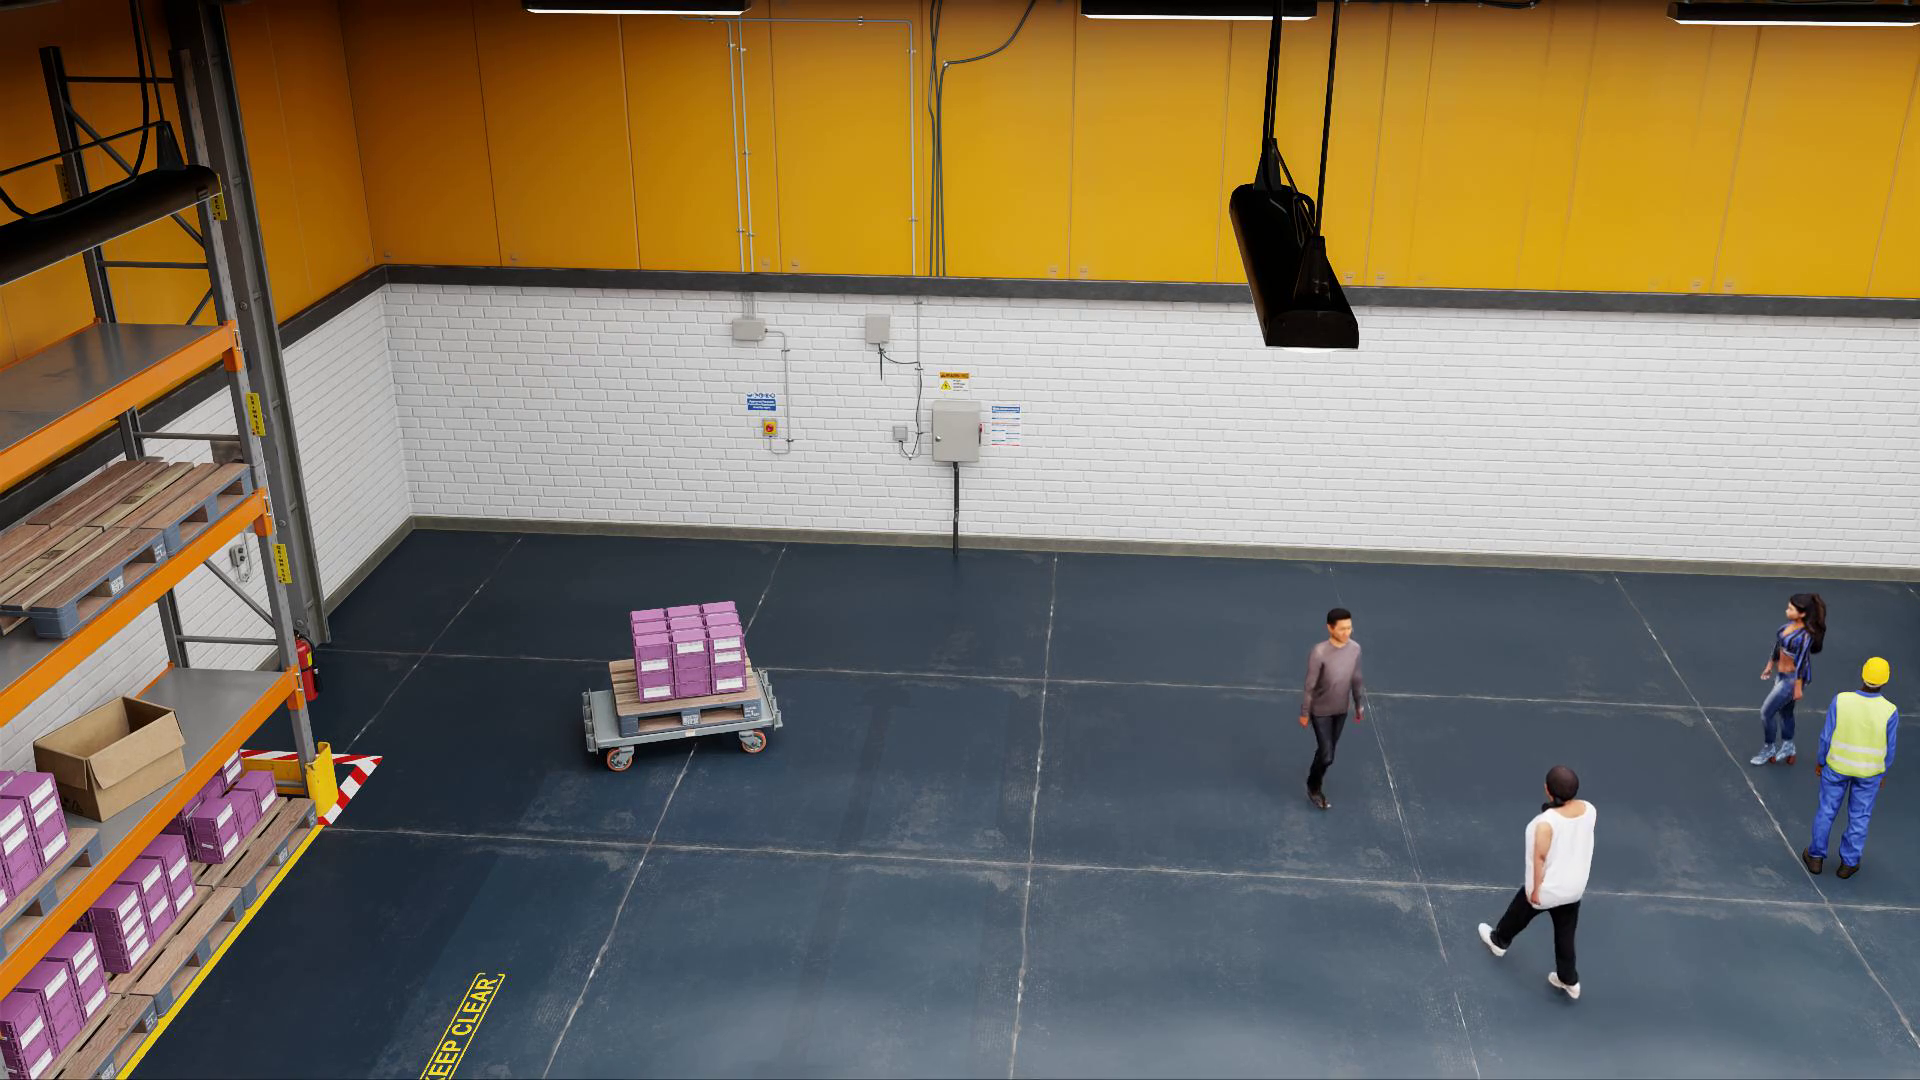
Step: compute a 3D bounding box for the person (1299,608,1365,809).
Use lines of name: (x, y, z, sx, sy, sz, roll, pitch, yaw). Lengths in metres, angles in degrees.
person: (2.923, 1.321, 13.382, 0.776, 1.761, 0.770, 0, 24, 1)

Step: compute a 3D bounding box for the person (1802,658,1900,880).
person: (6.686, 1.695, 12.461, 0.739, 1.814, 0.715, 11, 26, 24)

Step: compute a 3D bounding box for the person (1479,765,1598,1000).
person: (4.043, 2.327, 11.222, 0.982, 1.647, 1.176, -10, 25, -21)

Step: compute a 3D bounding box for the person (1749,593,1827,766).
person: (7.016, 1.174, 13.913, 0.683, 1.605, 0.565, 4, 24, 9)
